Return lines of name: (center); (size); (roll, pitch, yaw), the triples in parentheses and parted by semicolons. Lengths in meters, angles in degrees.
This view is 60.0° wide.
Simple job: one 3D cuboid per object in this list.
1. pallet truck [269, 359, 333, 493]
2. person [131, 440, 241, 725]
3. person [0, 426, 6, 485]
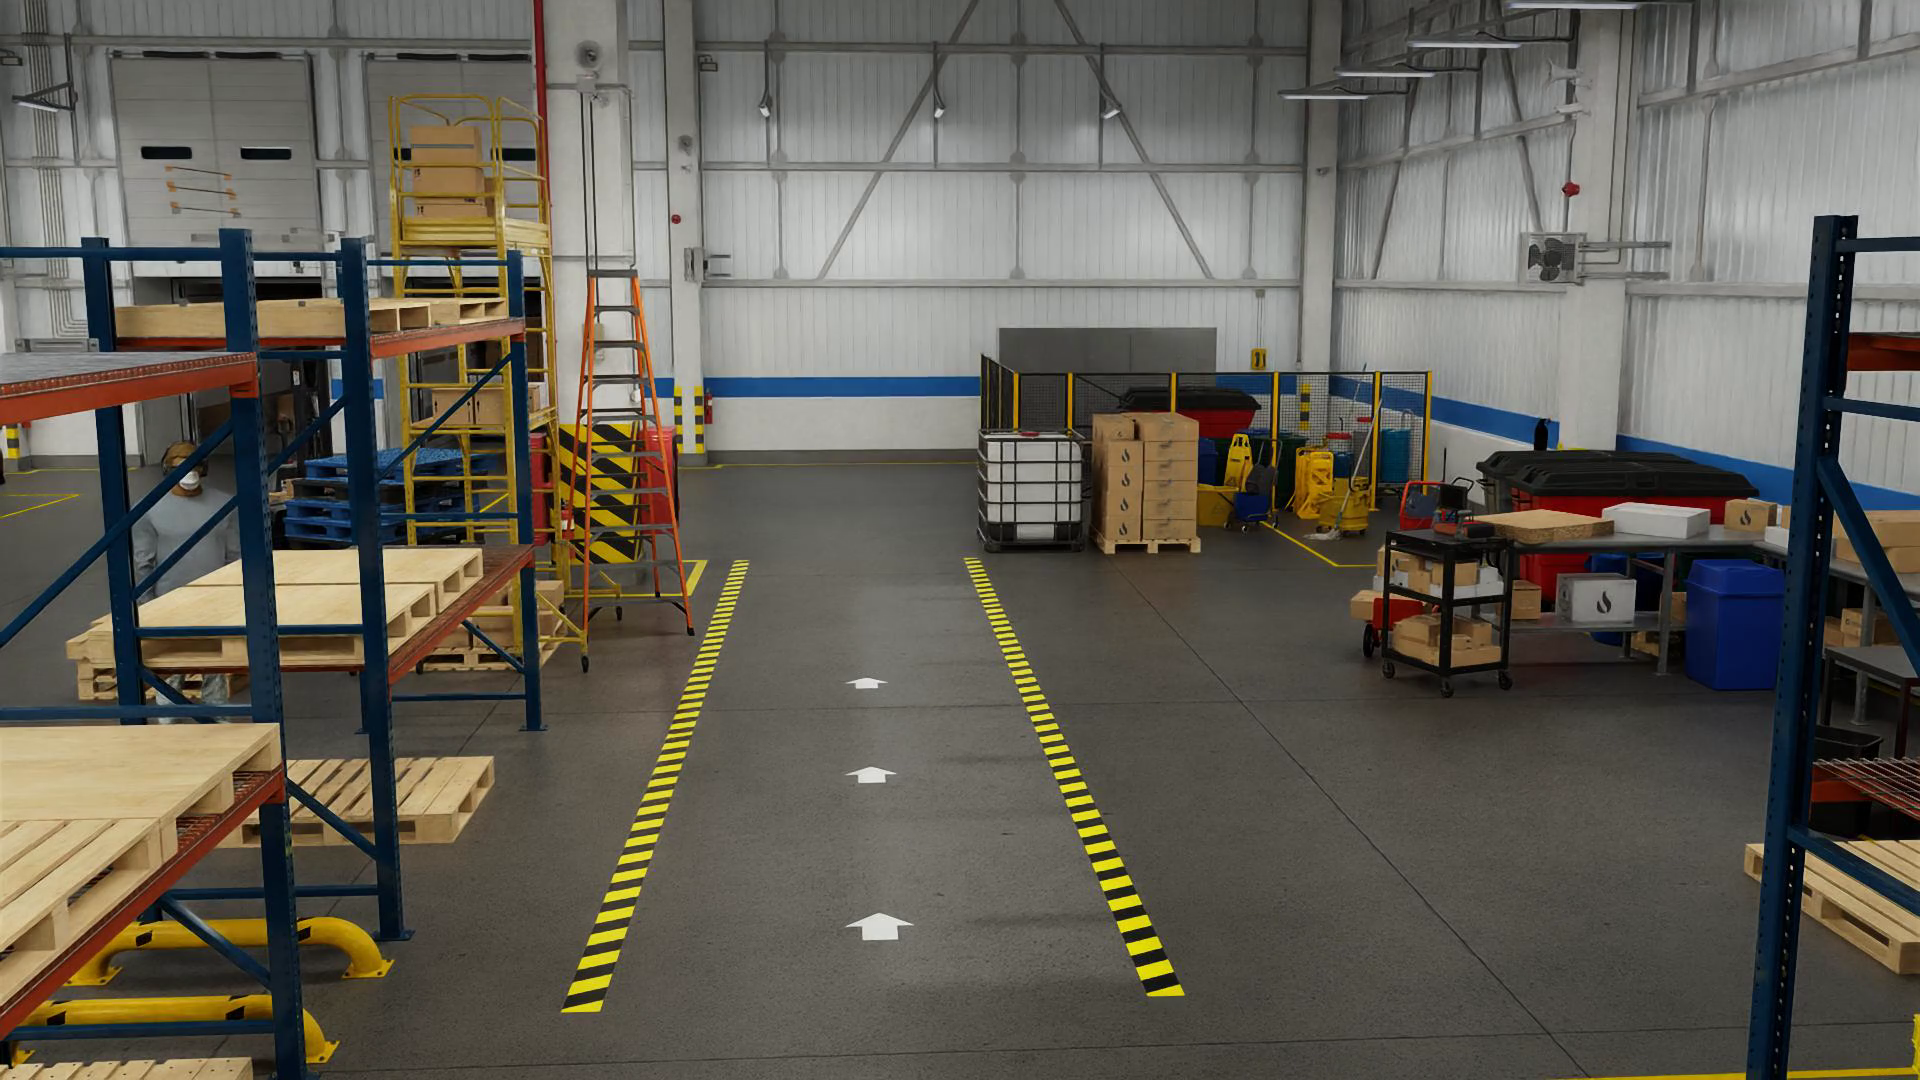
pallet truck: (-7.062, -1.131, 18.996); (1.885, 1.965, 0.823); (2, 9, 13)
person: (-4.443, 0.388, 9.643); (0.627, 1.940, 0.372); (-8, 12, -41)
person: (-13.383, -1.696, 22.770); (0.548, 1.929, 0.388); (0, 9, 1)
